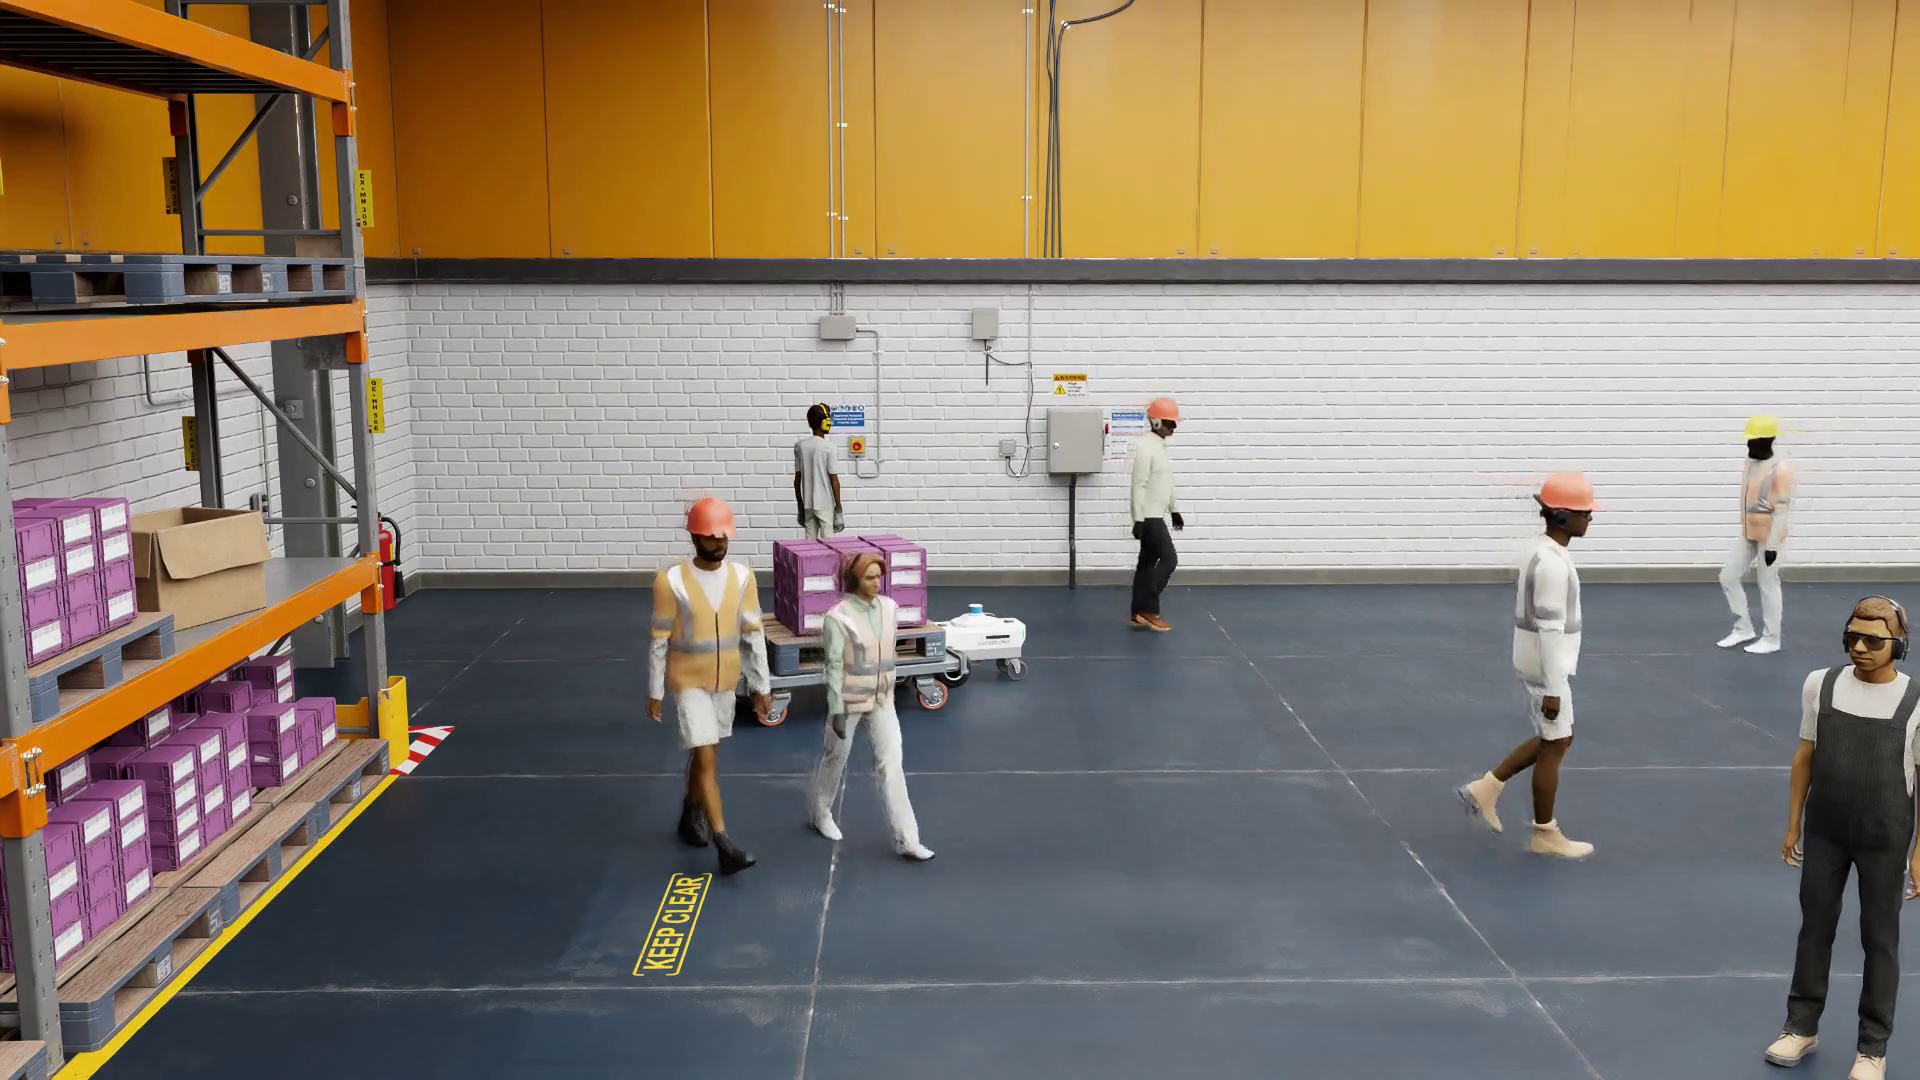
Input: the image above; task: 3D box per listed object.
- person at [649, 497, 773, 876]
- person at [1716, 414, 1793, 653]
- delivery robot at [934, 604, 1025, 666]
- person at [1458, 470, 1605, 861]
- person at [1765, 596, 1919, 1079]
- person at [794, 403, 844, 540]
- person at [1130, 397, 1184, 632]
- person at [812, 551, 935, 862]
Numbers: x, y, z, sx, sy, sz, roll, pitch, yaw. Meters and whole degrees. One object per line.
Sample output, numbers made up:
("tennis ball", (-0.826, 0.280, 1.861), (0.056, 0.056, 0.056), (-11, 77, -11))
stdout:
("person", (-1.261, 0.719, 8.454), (0.567, 1.889, 0.974), (-6, 11, -34))
("person", (6.252, -0.039, 13.070), (0.610, 1.901, 0.604), (-1, 9, -4))
("delivery robot", (0.117, 0.717, 12.285), (0.707, 0.478, 0.477), (-3, 10, -16))
("person", (2.963, 0.644, 8.512), (0.580, 2.031, 0.635), (2, 10, 15))
("person", (3.341, 1.113, 6.196), (0.504, 1.847, 0.345), (9, 13, 44))
("person", (-1.221, -0.262, 14.551), (0.517, 1.873, 0.328), (6, 11, 35))
("person", (1.667, -0.214, 13.947), (0.549, 1.967, 0.604), (2, 10, 15))
("person", (-0.506, 0.844, 8.621), (0.538, 1.588, 0.878), (-8, 13, -42))
